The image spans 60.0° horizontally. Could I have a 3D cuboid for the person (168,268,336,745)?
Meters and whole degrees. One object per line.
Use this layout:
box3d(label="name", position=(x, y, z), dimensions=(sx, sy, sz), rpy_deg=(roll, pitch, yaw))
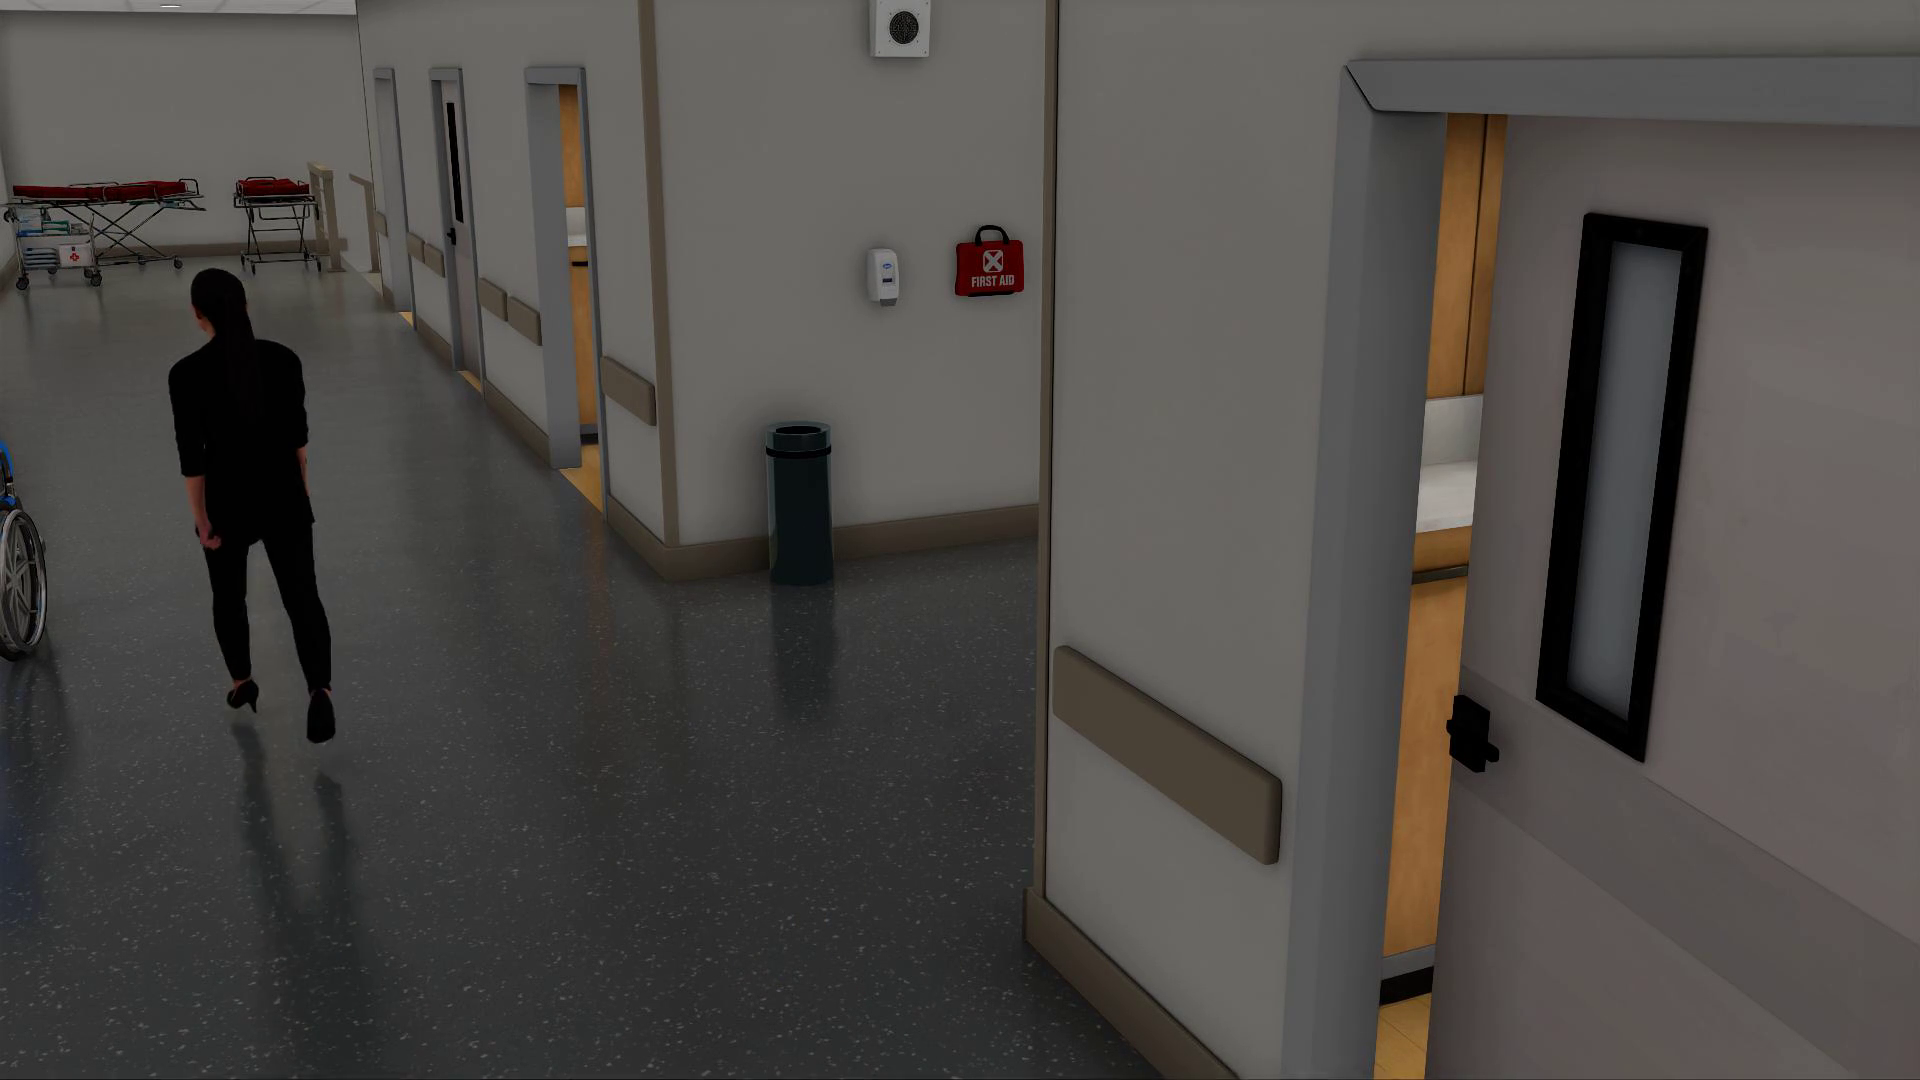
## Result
box3d(label="person", position=(-2.375, -0.070, 5.678), dimensions=(0.699, 1.623, 1.103), rpy_deg=(-10, 19, -32))
